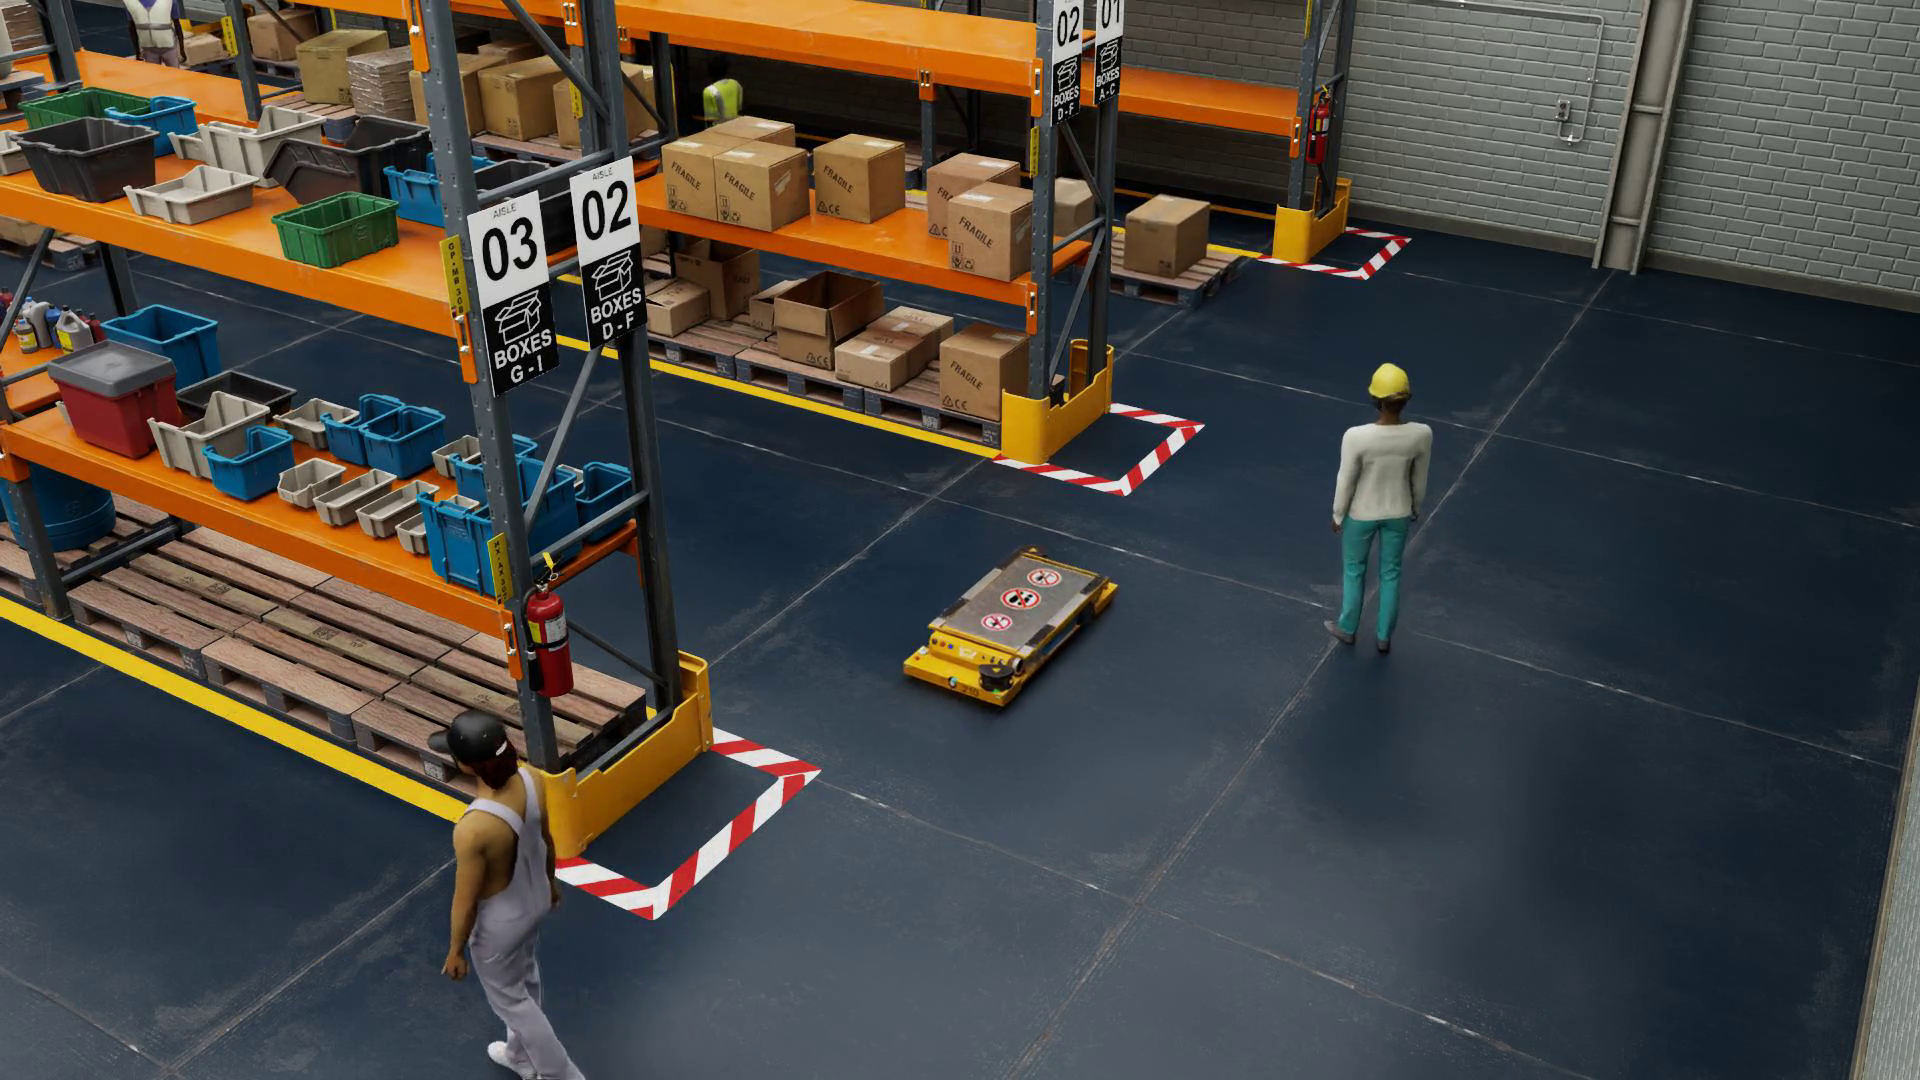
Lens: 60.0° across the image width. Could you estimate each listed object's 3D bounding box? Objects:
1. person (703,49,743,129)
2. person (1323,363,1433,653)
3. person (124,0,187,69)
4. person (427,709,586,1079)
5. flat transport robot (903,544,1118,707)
[{"bbox_3d":[-2.244,-3.915,16.209,0.572,1.683,0.538,15,33,25],"label":"person"},{"bbox_3d":[2.356,-0.170,9.408,0.531,1.767,0.319,-3,29,-5],"label":"person"},{"bbox_3d":[-9.224,-5.671,19.190,0.562,1.845,0.391,-6,30,-10],"label":"person"},{"bbox_3d":[-1.765,1.437,6.426,0.516,1.854,0.542,12,31,20],"label":"person"},{"bbox_3d":[0.324,0.475,9.781,0.659,0.231,1.431,16,33,27],"label":"flat transport robot"}]
